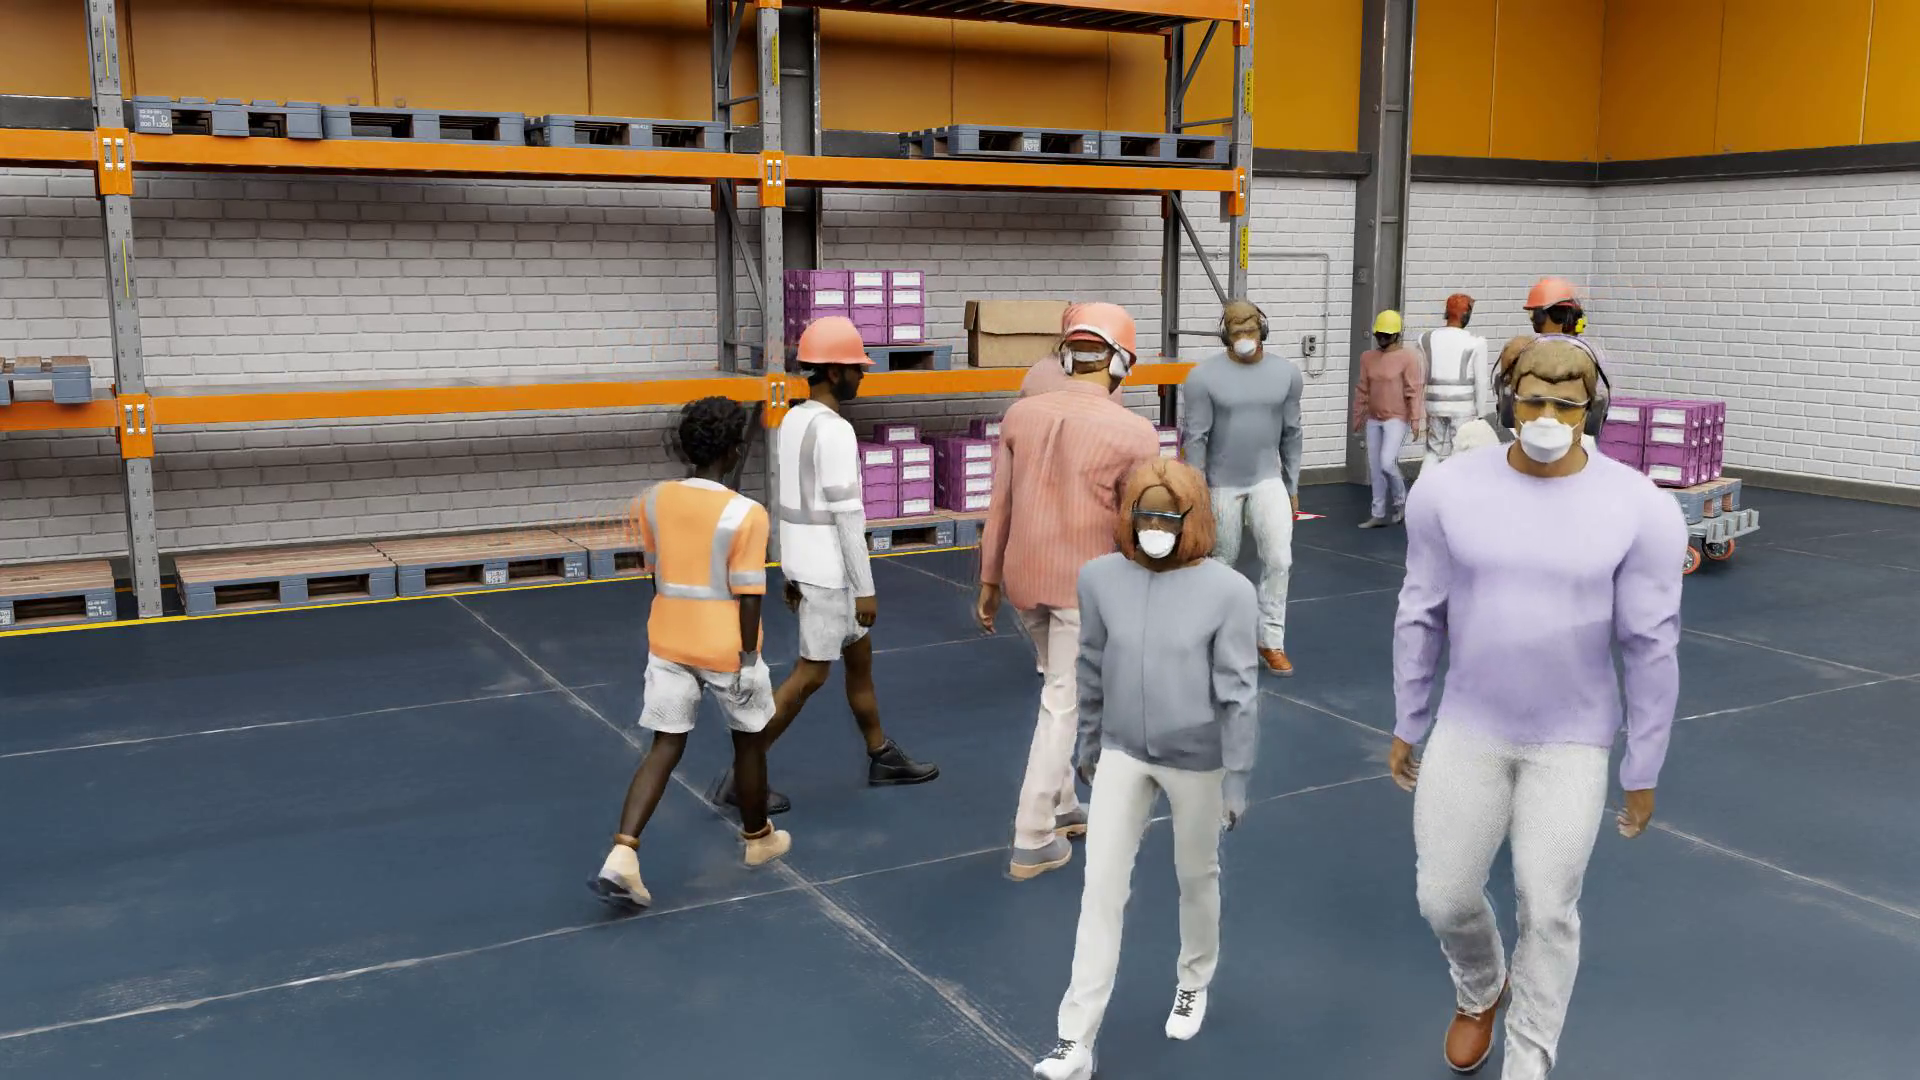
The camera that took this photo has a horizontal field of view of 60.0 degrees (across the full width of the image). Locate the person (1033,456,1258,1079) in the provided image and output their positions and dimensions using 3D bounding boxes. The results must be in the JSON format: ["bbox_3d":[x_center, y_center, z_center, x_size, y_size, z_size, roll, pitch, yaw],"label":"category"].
[{"bbox_3d":[0.485,0.589,4.231,0.519,1.586,0.826,4,10,24],"label":"person"}]

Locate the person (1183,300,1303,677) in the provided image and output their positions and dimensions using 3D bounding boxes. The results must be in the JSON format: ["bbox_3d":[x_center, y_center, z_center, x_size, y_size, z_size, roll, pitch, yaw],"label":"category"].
[{"bbox_3d":[1.446,-0.250,8.421,0.646,1.903,0.701,-1,9,-6],"label":"person"}]

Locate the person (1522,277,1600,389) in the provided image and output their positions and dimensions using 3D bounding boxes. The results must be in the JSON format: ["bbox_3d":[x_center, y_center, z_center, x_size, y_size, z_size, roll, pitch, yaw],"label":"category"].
[{"bbox_3d":[3.500,-0.538,9.829,0.613,2.021,0.779,-3,10,-17],"label":"person"}]

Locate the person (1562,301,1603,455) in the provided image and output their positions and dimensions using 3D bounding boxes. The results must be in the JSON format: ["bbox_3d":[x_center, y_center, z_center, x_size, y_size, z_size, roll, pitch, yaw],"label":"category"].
[{"bbox_3d":[3.932,-0.640,10.917,0.535,1.864,0.309,4,10,24],"label":"person"}]

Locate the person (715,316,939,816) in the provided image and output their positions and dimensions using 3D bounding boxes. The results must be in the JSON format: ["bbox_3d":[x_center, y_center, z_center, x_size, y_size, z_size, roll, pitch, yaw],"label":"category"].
[{"bbox_3d":[-0.531,0.093,6.369,0.958,1.897,0.558,-4,10,-22],"label":"person"}]

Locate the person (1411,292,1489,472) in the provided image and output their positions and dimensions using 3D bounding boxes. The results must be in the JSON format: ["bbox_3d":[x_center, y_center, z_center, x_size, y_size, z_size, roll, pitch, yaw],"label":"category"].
[{"bbox_3d":[3.928,-1.040,13.314,0.606,1.869,0.430,6,11,33],"label":"person"}]

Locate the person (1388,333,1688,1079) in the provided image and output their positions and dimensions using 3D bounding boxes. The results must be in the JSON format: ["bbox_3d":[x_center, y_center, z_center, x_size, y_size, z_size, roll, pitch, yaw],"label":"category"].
[{"bbox_3d":[1.337,0.475,3.929,0.650,1.922,0.445,5,11,28],"label":"person"}]

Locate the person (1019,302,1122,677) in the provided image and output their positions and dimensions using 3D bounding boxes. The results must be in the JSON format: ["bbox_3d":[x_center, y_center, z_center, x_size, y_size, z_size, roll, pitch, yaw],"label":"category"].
[{"bbox_3d":[0.602,-0.229,8.303,0.406,1.901,0.639,-9,13,-42],"label":"person"}]

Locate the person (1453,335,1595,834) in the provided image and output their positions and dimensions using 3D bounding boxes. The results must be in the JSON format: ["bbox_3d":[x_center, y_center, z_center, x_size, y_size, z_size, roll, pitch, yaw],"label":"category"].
[{"bbox_3d":[2.100,0.141,6.296,0.505,1.810,0.839,3,10,15],"label":"person"}]

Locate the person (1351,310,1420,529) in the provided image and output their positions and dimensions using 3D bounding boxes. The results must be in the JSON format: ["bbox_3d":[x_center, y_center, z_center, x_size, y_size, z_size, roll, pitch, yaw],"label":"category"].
[{"bbox_3d":[3.322,-0.928,13.025,0.428,1.736,0.604,-7,12,-38],"label":"person"}]

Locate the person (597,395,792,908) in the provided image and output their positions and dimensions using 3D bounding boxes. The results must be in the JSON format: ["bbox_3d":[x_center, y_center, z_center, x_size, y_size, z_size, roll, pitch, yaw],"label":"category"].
[{"bbox_3d":[-0.865,0.358,5.456,0.530,1.667,0.833,5,10,26],"label":"person"}]

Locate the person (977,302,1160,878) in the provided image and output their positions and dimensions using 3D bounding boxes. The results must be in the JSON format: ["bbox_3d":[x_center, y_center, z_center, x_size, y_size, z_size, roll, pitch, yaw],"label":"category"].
[{"bbox_3d":[0.417,0.163,5.748,0.625,1.947,0.737,7,12,38],"label":"person"}]
